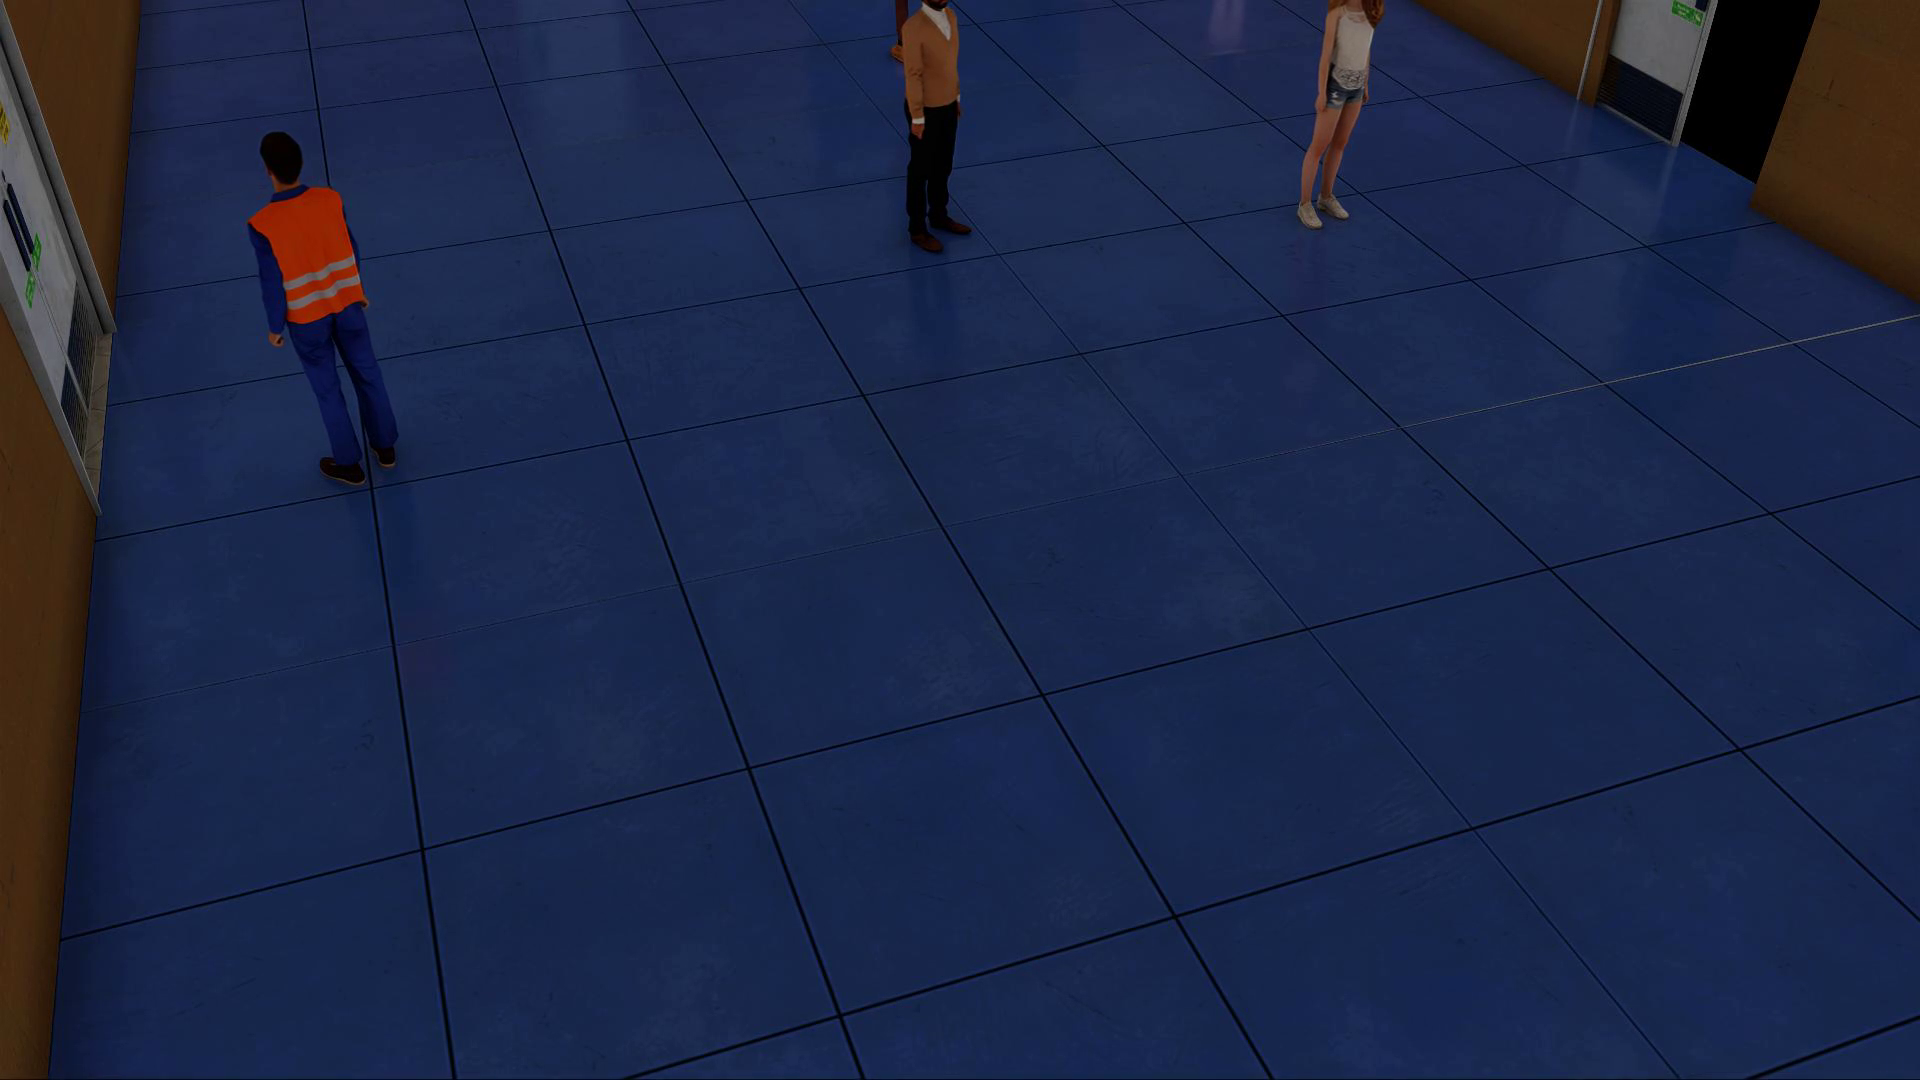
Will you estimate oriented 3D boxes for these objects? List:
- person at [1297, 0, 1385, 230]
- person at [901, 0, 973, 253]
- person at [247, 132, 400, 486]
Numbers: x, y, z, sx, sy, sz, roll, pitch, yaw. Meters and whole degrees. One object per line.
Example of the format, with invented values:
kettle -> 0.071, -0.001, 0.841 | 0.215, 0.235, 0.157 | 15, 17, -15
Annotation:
person -> 2.424, -2.877, 10.633 | 0.511, 1.758, 0.681 | -21, 42, -25
person -> -0.173, -2.704, 10.406 | 0.818, 1.754, 0.732 | 21, 42, 26
person -> -3.149, -1.127, 8.214 | 0.844, 1.864, 0.717 | 28, 45, 32
